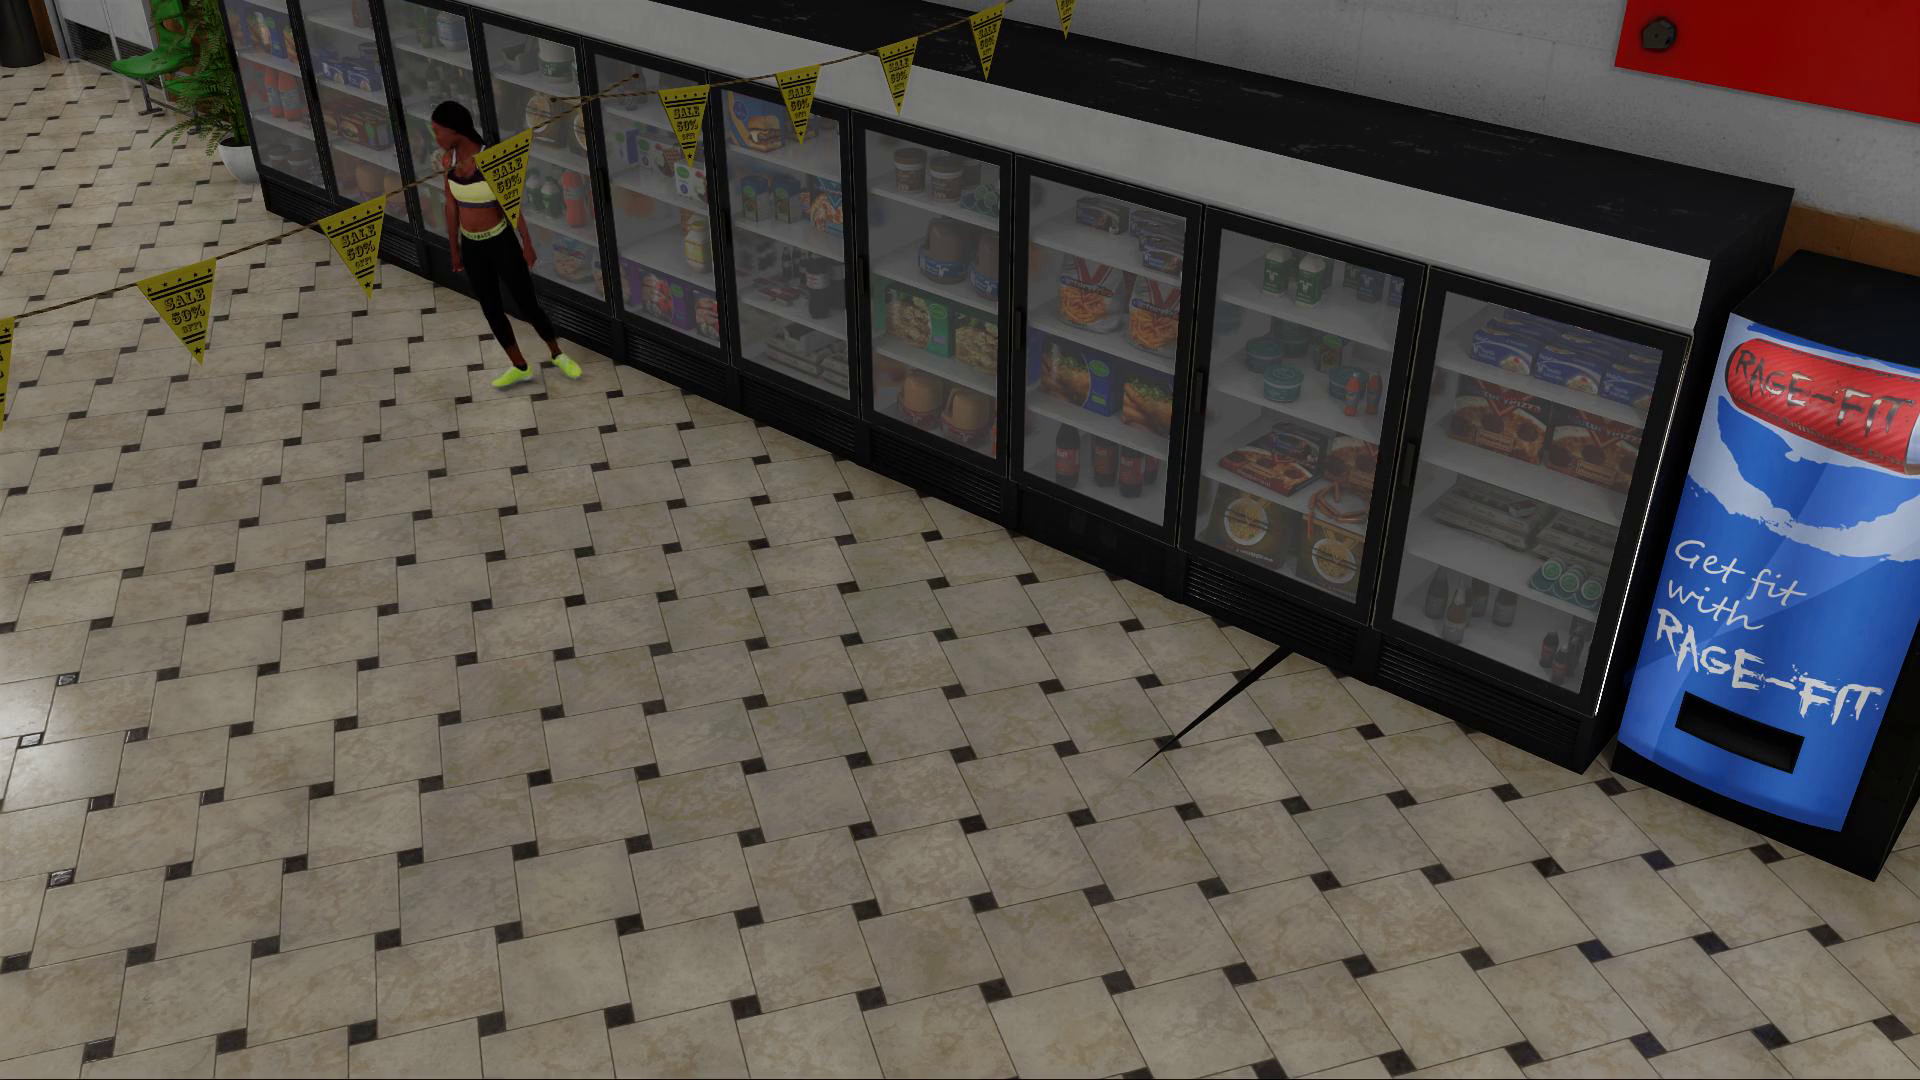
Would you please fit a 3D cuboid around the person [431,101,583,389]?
[{"bbox_3d":[-2.638,-1.665,9.560,0.882,1.725,0.863,3,32,4],"label":"person"}]
